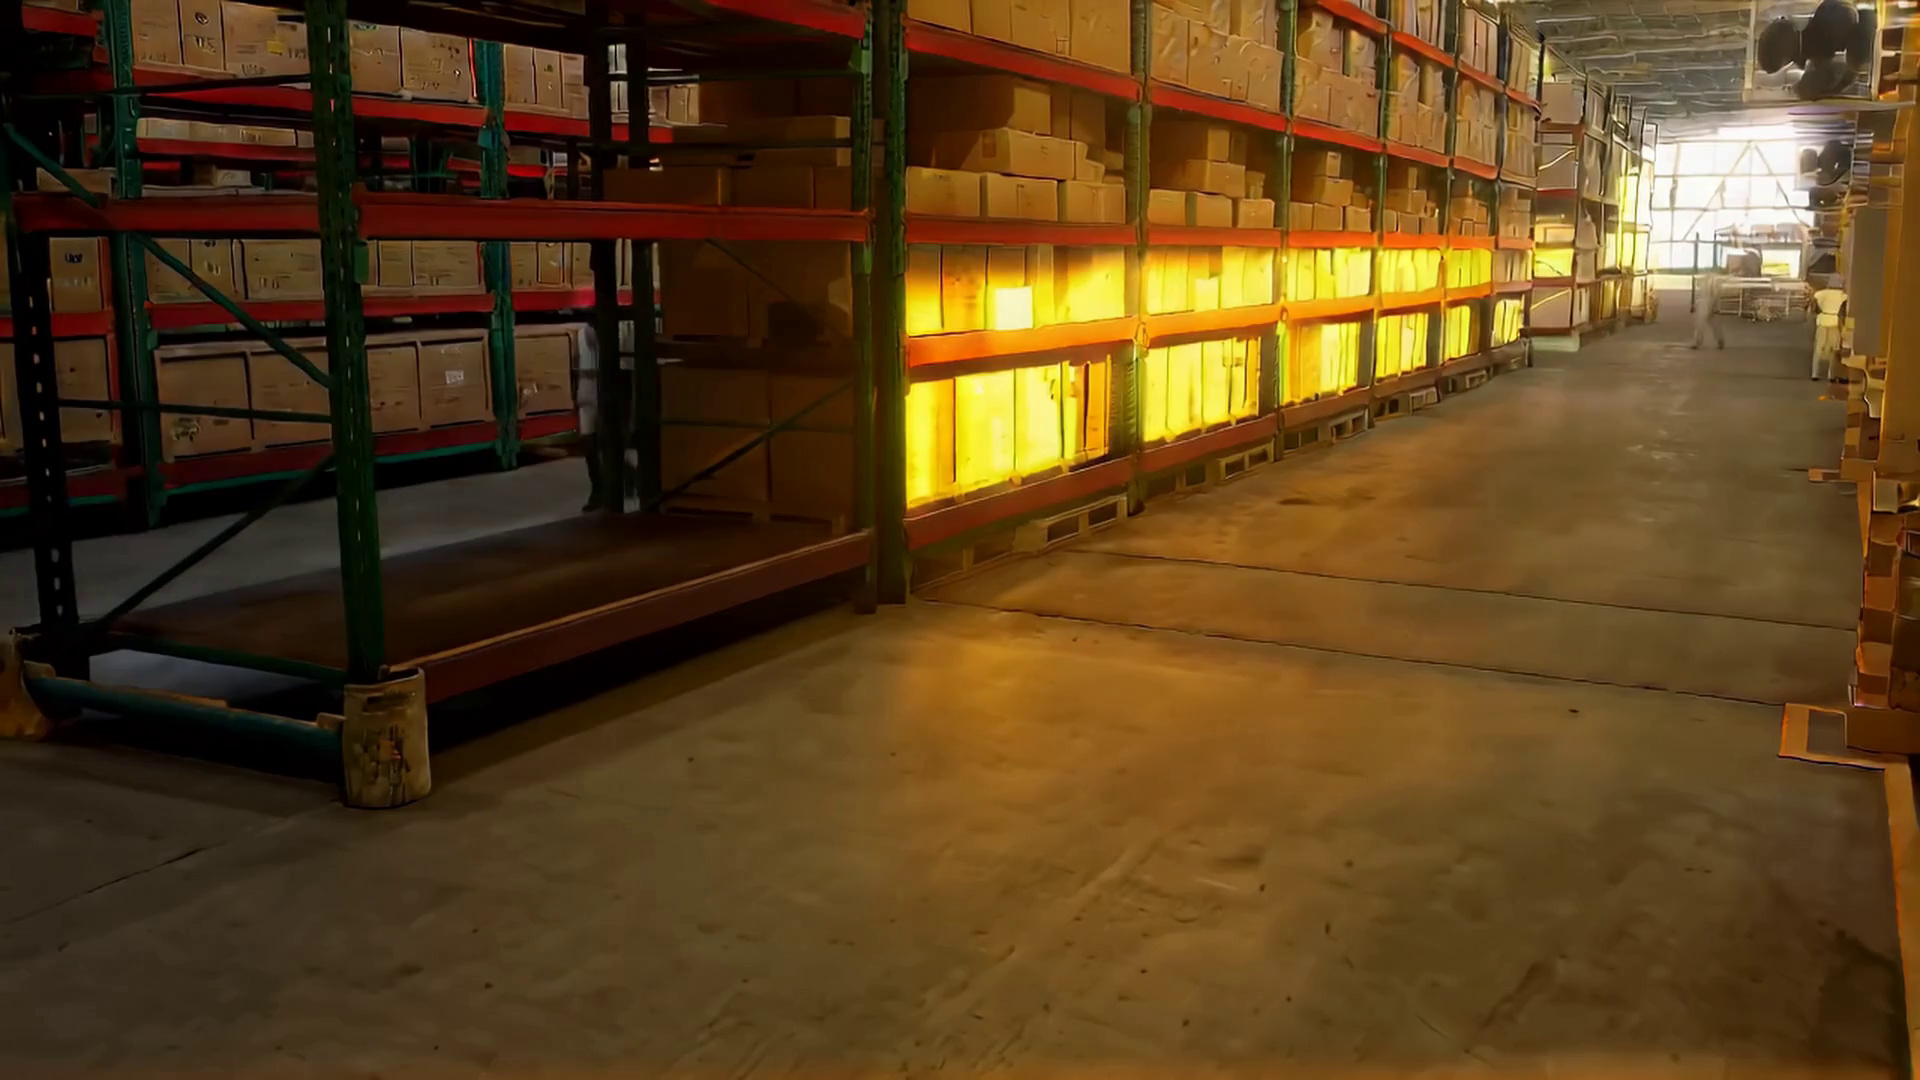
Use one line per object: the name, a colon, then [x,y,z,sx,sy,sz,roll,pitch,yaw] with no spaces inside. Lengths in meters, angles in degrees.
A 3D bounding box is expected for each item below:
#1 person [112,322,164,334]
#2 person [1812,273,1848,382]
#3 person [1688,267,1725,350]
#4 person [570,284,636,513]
person: [-8.396,-1.692,16.937,0.640,1.915,0.505,0,10,1]
person: [14.673,-3.576,28.086,0.388,1.837,0.560,-9,13,-42]
person: [16.884,-5.213,37.443,0.907,1.883,0.646,-5,11,-25]
person: [-3.016,-1.199,14.059,0.565,1.918,0.541,3,10,17]
